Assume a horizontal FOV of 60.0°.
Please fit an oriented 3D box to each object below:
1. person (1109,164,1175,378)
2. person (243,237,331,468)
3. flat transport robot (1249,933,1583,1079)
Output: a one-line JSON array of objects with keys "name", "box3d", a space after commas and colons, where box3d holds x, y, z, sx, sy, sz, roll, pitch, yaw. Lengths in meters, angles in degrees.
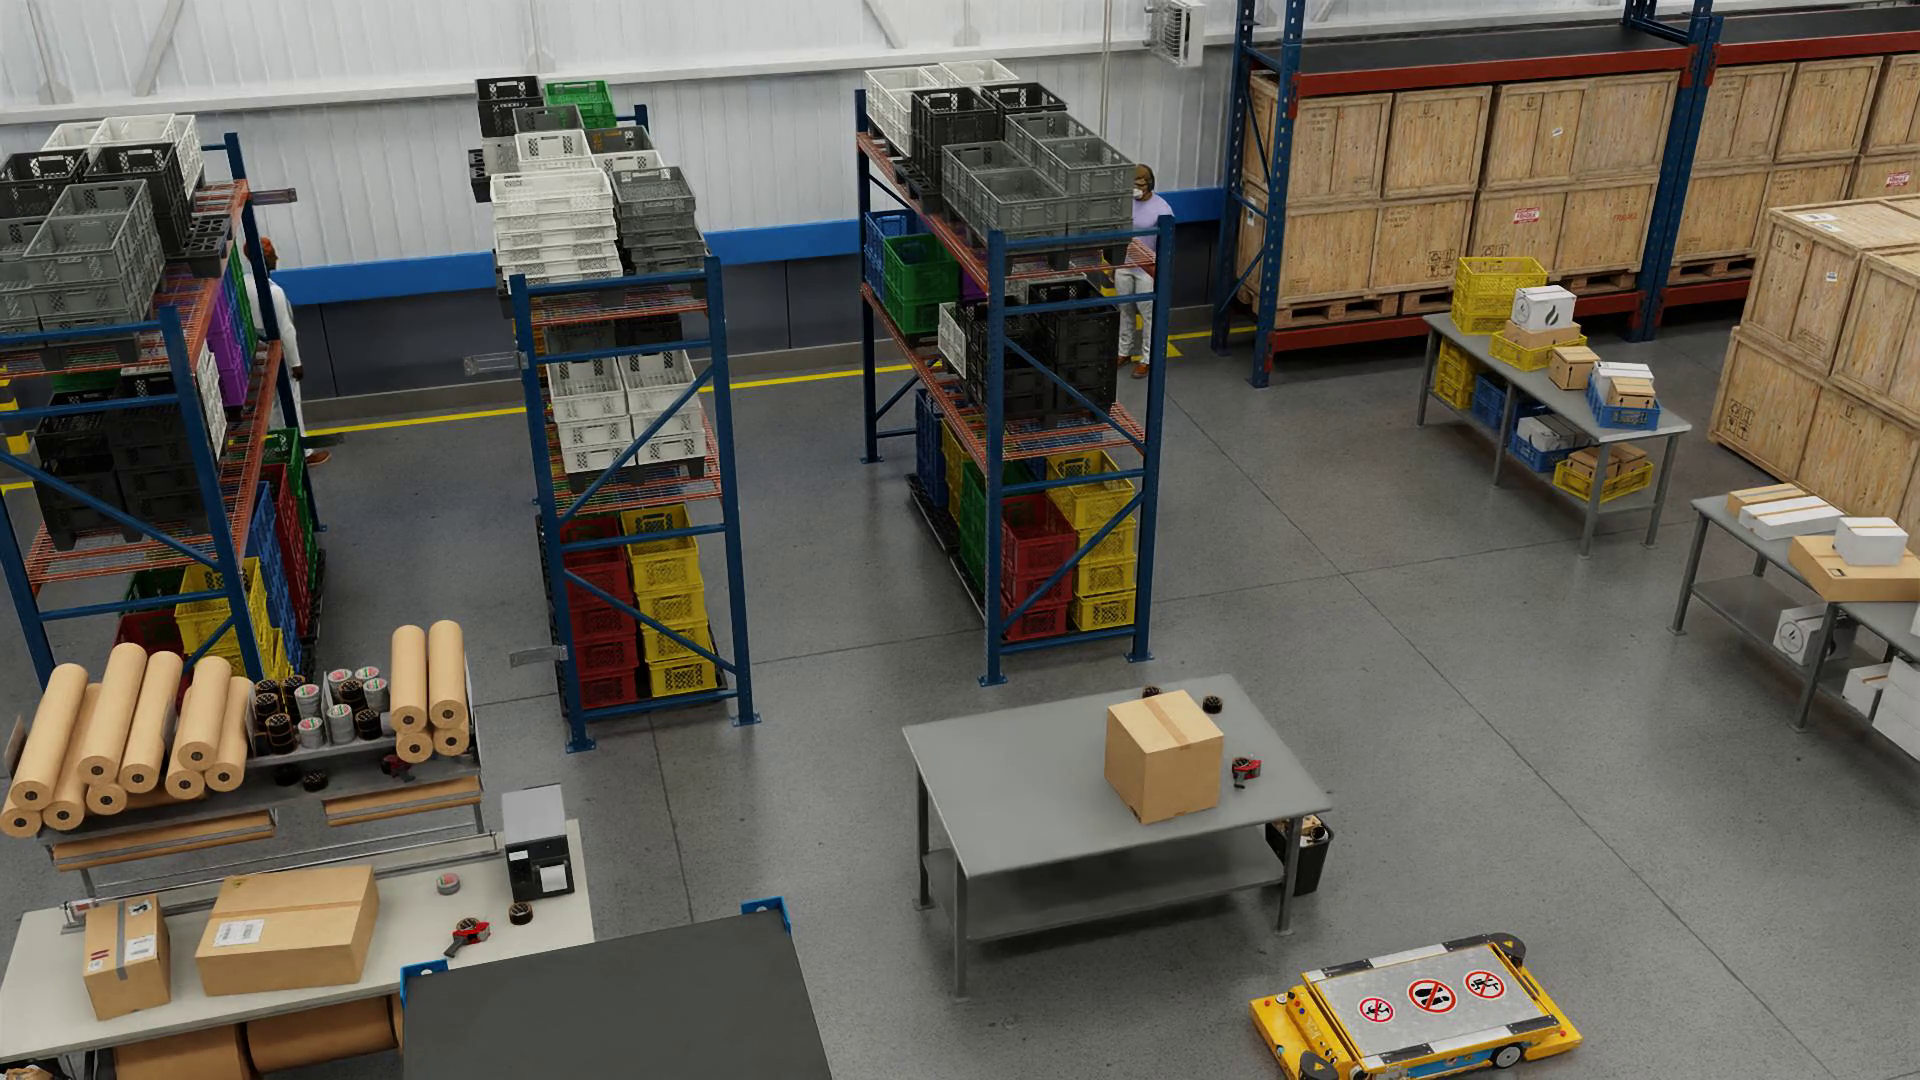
[{"name": "person", "box3d": [1.591, -2.405, 14.802, 0.625, 1.933, 0.374, 24, 37, 36]}, {"name": "person", "box3d": [-5.400, -1.472, 13.151, 0.576, 1.881, 0.354, 21, 35, 33]}, {"name": "flat transport robot", "box3d": [2.184, 2.282, 7.980, 1.431, 0.197, 0.652, -8, 30, -14]}]
